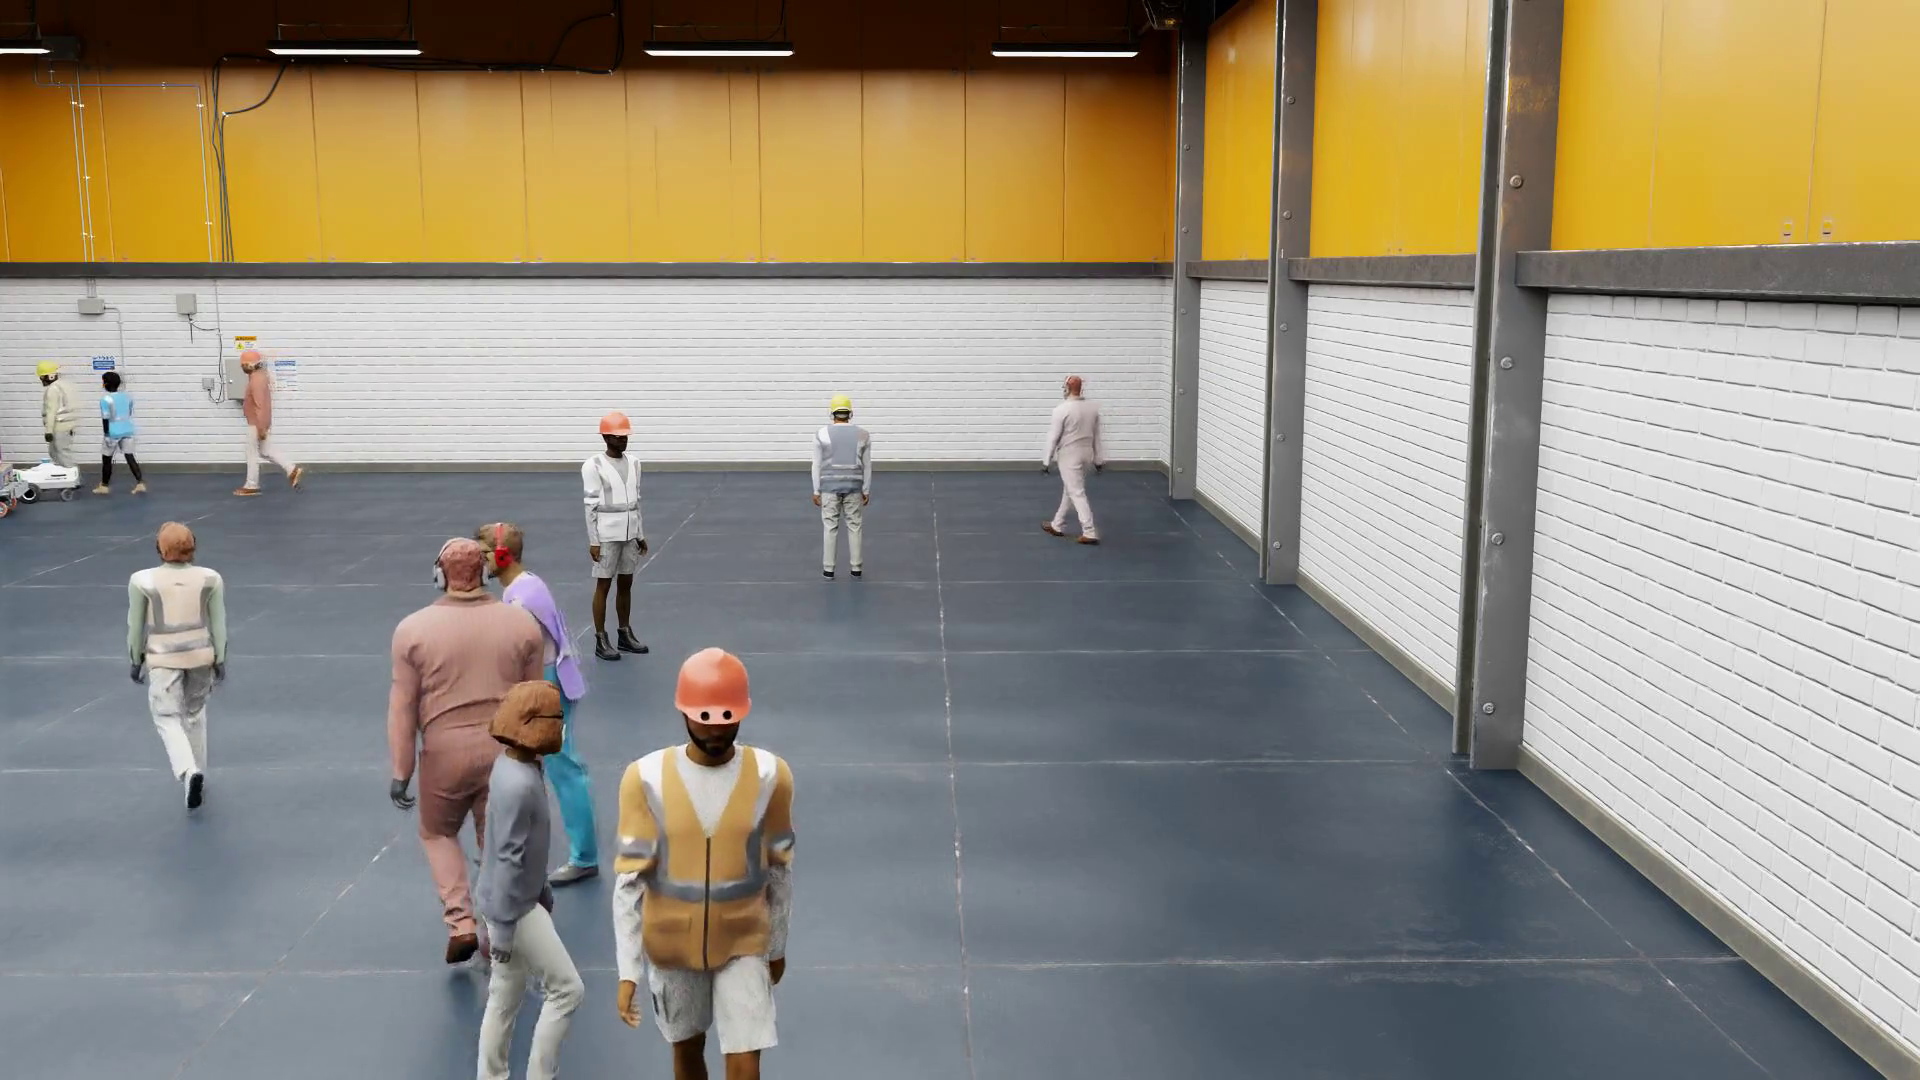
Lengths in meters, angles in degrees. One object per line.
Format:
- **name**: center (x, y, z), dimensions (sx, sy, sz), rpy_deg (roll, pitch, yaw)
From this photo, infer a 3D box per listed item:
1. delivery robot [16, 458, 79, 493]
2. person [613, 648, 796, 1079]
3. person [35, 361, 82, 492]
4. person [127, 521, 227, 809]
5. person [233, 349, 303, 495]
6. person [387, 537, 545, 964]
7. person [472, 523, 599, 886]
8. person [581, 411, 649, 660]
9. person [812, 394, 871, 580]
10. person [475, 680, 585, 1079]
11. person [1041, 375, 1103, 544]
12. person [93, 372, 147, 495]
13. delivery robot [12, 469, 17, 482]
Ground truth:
- **delivery robot**: center (-11.921, -0.824, 21.734), dimensions (0.707, 0.478, 0.477), rpy_deg (-5, 11, -30)
- **person**: center (-0.774, 1.268, 5.123), dimensions (0.559, 1.886, 0.956), rpy_deg (-1, 9, -9)
- **person**: center (-12.276, -1.532, 22.572), dimensions (0.619, 1.791, 0.661), rpy_deg (-2, 9, -12)
- **person**: center (-4.409, 0.701, 9.443), dimensions (0.513, 1.610, 0.715), rpy_deg (-8, 12, -39)
- **person**: center (-9.354, -1.581, 22.341), dimensions (0.809, 1.976, 0.620), rpy_deg (-2, 10, -14)
- **person**: center (-2.120, 0.935, 7.180), dimensions (0.713, 1.883, 0.422), rpy_deg (-5, 11, -30)
- **person**: center (-2.129, 0.810, 8.210), dimensions (0.648, 1.800, 0.563), rpy_deg (-3, 10, -17)
- **person**: center (-2.672, -0.042, 12.995), dimensions (0.360, 1.939, 0.543), rpy_deg (7, 12, 37)
- **person**: center (-1.159, -0.516, 16.271), dimensions (0.586, 1.824, 0.404), rpy_deg (-3, 10, -16)
- **person**: center (-1.495, 1.285, 5.834), dimensions (0.539, 1.608, 0.522), rpy_deg (-3, 10, -16)
- **person**: center (1.234, -0.901, 18.517), dimensions (0.688, 1.852, 1.003), rpy_deg (-8, 13, -42)
- **person**: center (-11.291, -1.427, 22.288), dimensions (0.749, 1.665, 0.537), rpy_deg (4, 10, 23)
- **delivery robot**: center (-12.641, -0.797, 21.568), dimensions (0.707, 0.478, 0.477), rpy_deg (-2, 9, -12)
